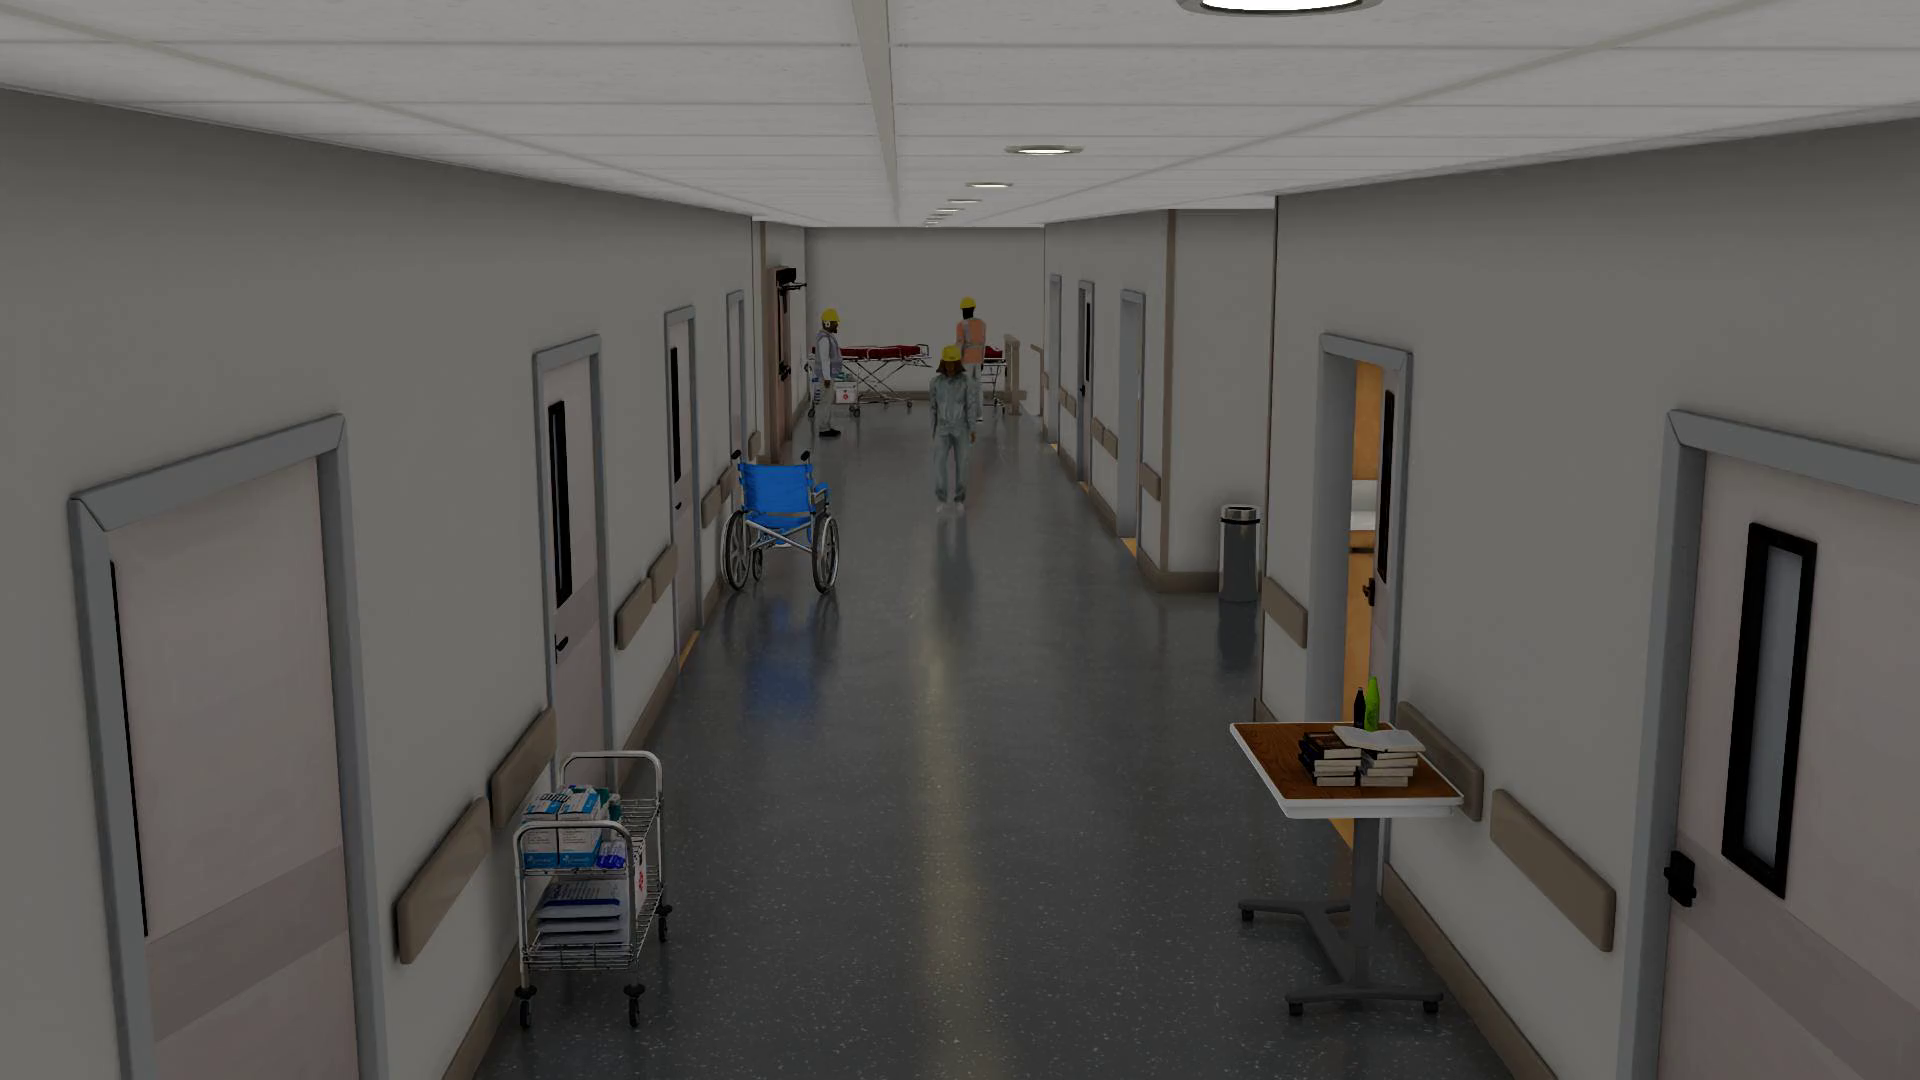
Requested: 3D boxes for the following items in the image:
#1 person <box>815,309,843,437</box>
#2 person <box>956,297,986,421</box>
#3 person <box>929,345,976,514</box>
[{"bbox_3d":[-1.867,-2.372,23.694,0.405,1.824,0.586,0,10,-1],"label":"person"},{"bbox_3d":[0.145,-2.777,25.664,0.586,1.920,0.396,-10,14,-43],"label":"person"},{"bbox_3d":[-0.079,-1.120,16.993,0.499,1.723,0.622,1,10,7],"label":"person"}]
